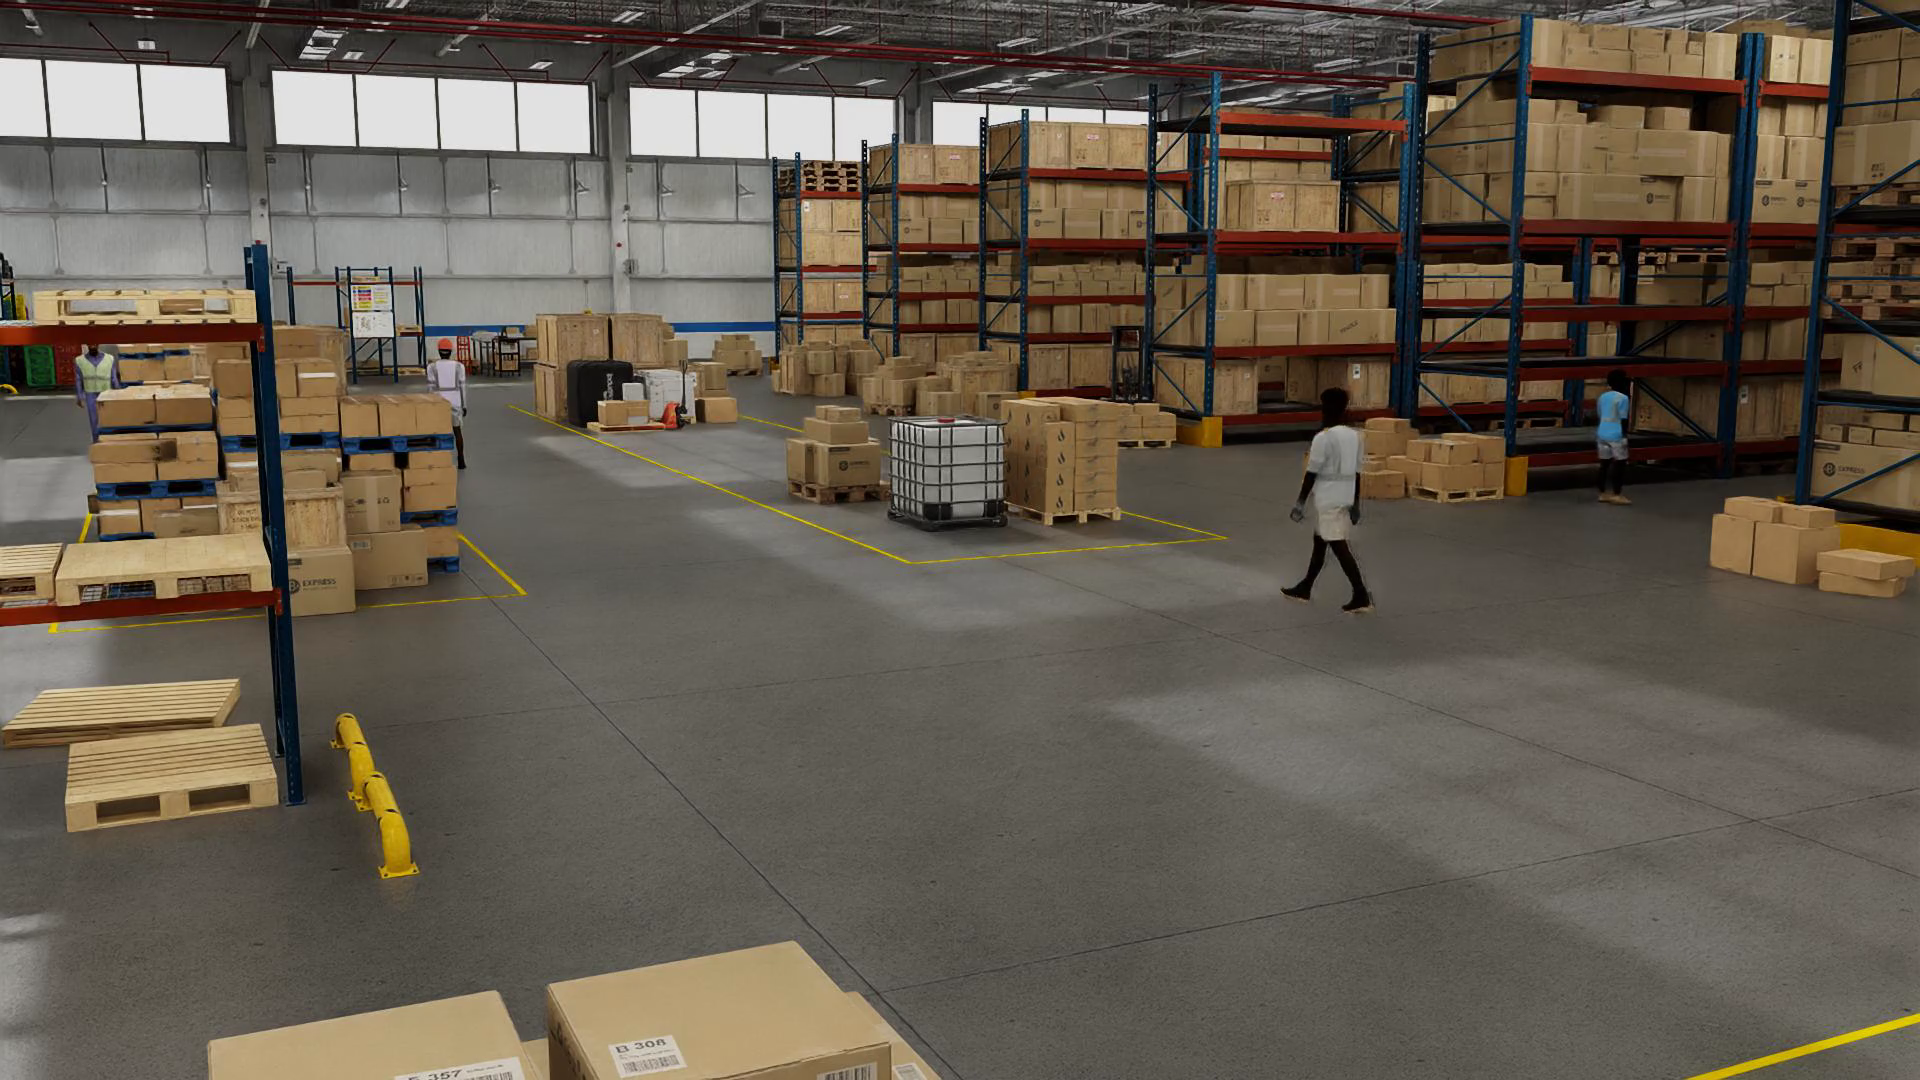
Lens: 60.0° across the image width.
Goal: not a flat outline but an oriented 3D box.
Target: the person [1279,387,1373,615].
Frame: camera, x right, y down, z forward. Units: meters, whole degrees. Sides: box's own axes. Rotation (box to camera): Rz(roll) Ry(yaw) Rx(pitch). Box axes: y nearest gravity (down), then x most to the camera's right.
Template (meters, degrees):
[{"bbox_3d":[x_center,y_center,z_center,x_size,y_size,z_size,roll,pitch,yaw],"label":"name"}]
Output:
[{"bbox_3d":[3.181,-0.344,14.208,1.003,1.921,0.604,8,12,42],"label":"person"}]

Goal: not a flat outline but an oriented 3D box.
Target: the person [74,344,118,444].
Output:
[{"bbox_3d":[-13.672,-2.292,26.346,0.614,1.894,0.670,-5,10,-27],"label":"person"}]

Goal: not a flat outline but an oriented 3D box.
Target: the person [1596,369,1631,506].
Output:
[{"bbox_3d":[8.117,-1.281,20.697,0.326,1.695,0.574,-3,10,-16],"label":"person"}]

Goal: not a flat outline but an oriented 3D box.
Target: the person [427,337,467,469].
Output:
[{"bbox_3d":[-7.518,-1.995,24.385,0.551,1.935,0.375,-4,10,-22],"label":"person"}]

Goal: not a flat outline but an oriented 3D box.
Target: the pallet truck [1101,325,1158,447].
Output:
[{"bbox_3d":[2.881,-2.596,27.923,0.823,1.965,1.885,-1,9,-7],"label":"pallet truck"}]

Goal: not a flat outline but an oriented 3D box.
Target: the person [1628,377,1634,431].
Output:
[{"bbox_3d":[11.874,-2.786,29.384,0.399,1.910,0.643,1,9,6],"label":"person"}]
